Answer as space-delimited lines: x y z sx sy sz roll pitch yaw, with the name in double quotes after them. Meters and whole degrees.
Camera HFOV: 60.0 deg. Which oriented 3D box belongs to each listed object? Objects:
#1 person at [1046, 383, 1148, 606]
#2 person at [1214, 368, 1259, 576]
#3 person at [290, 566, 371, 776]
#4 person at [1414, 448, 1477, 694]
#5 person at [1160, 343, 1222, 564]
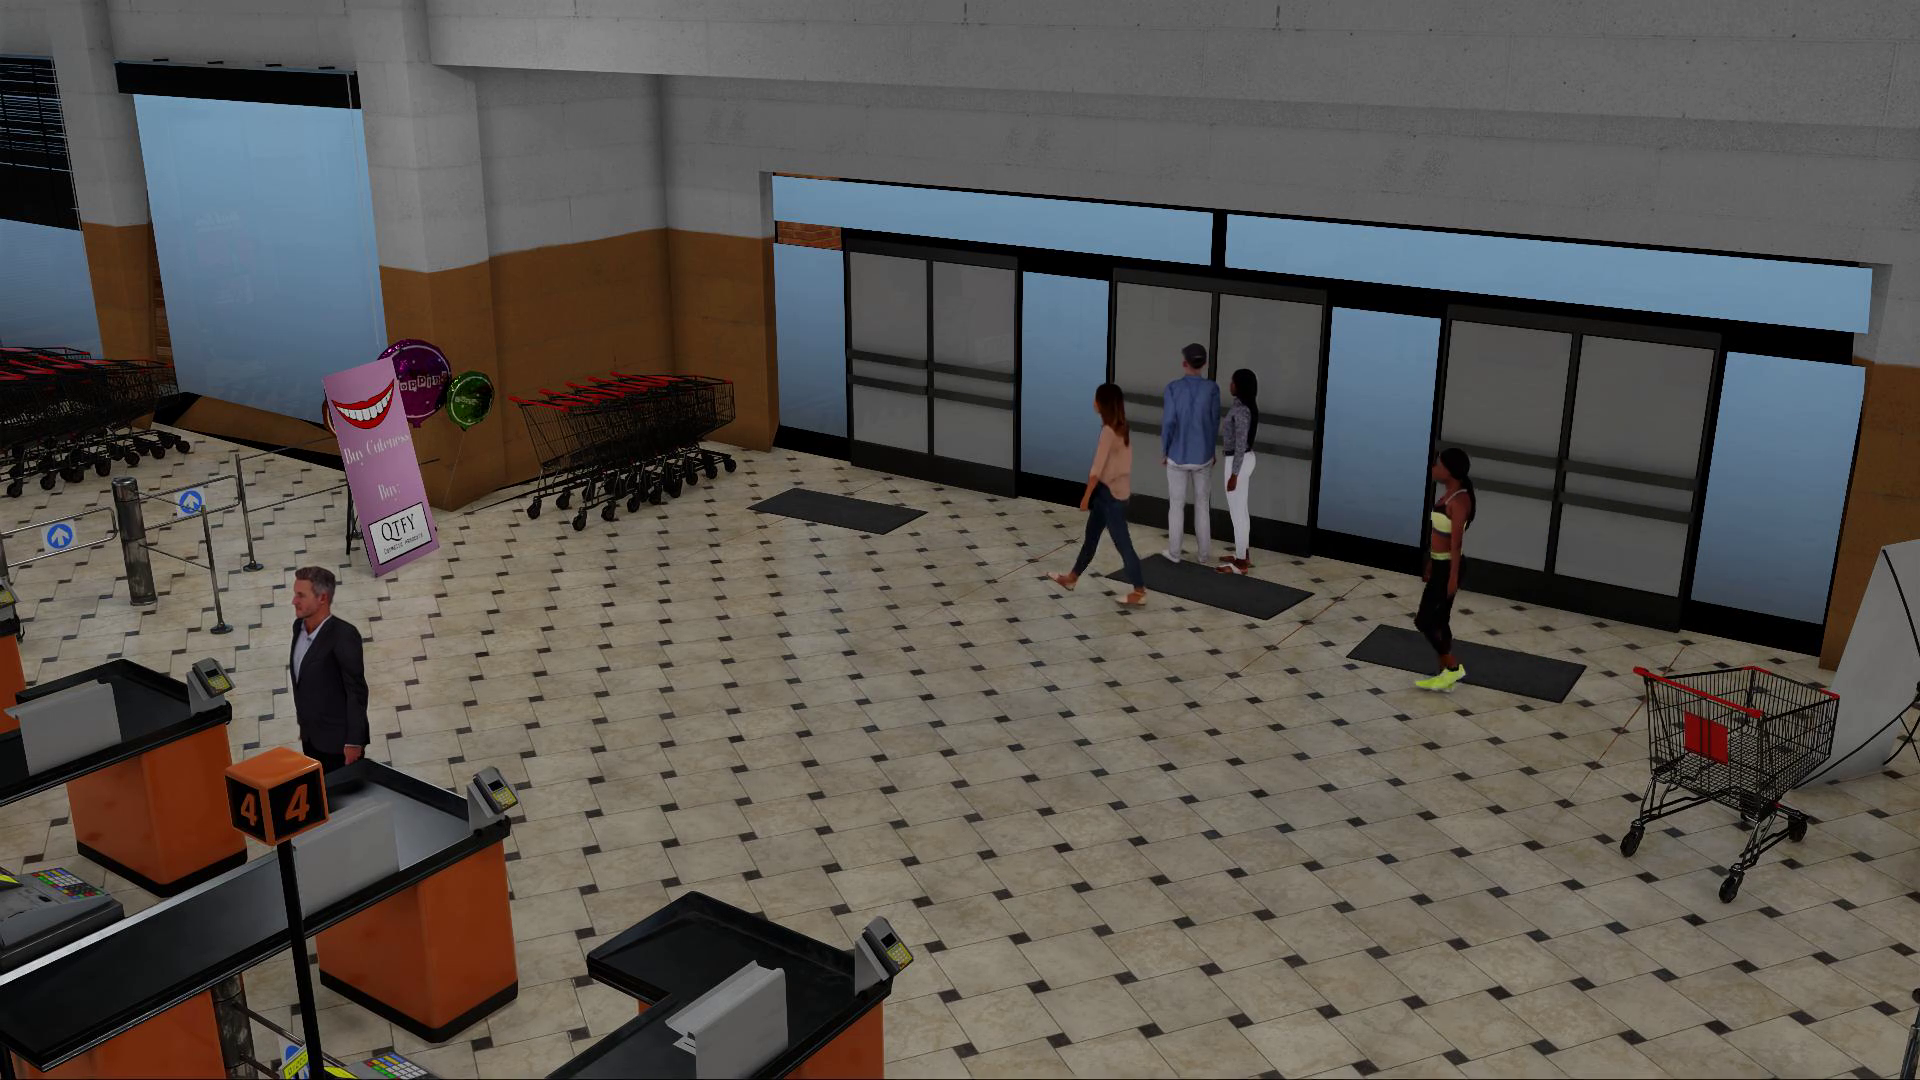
1.274 -0.307 12.874 0.891 1.747 1.083 6 20 17 "person"
2.297 -0.573 13.698 0.716 1.724 0.546 6 19 16 "person"
-3.352 0.998 8.854 0.701 1.842 0.586 13 23 35 "person"
3.387 0.236 11.271 0.754 1.741 0.676 3 19 8 "person"
1.919 -0.719 13.877 0.747 1.886 0.775 0 19 -1 "person"
